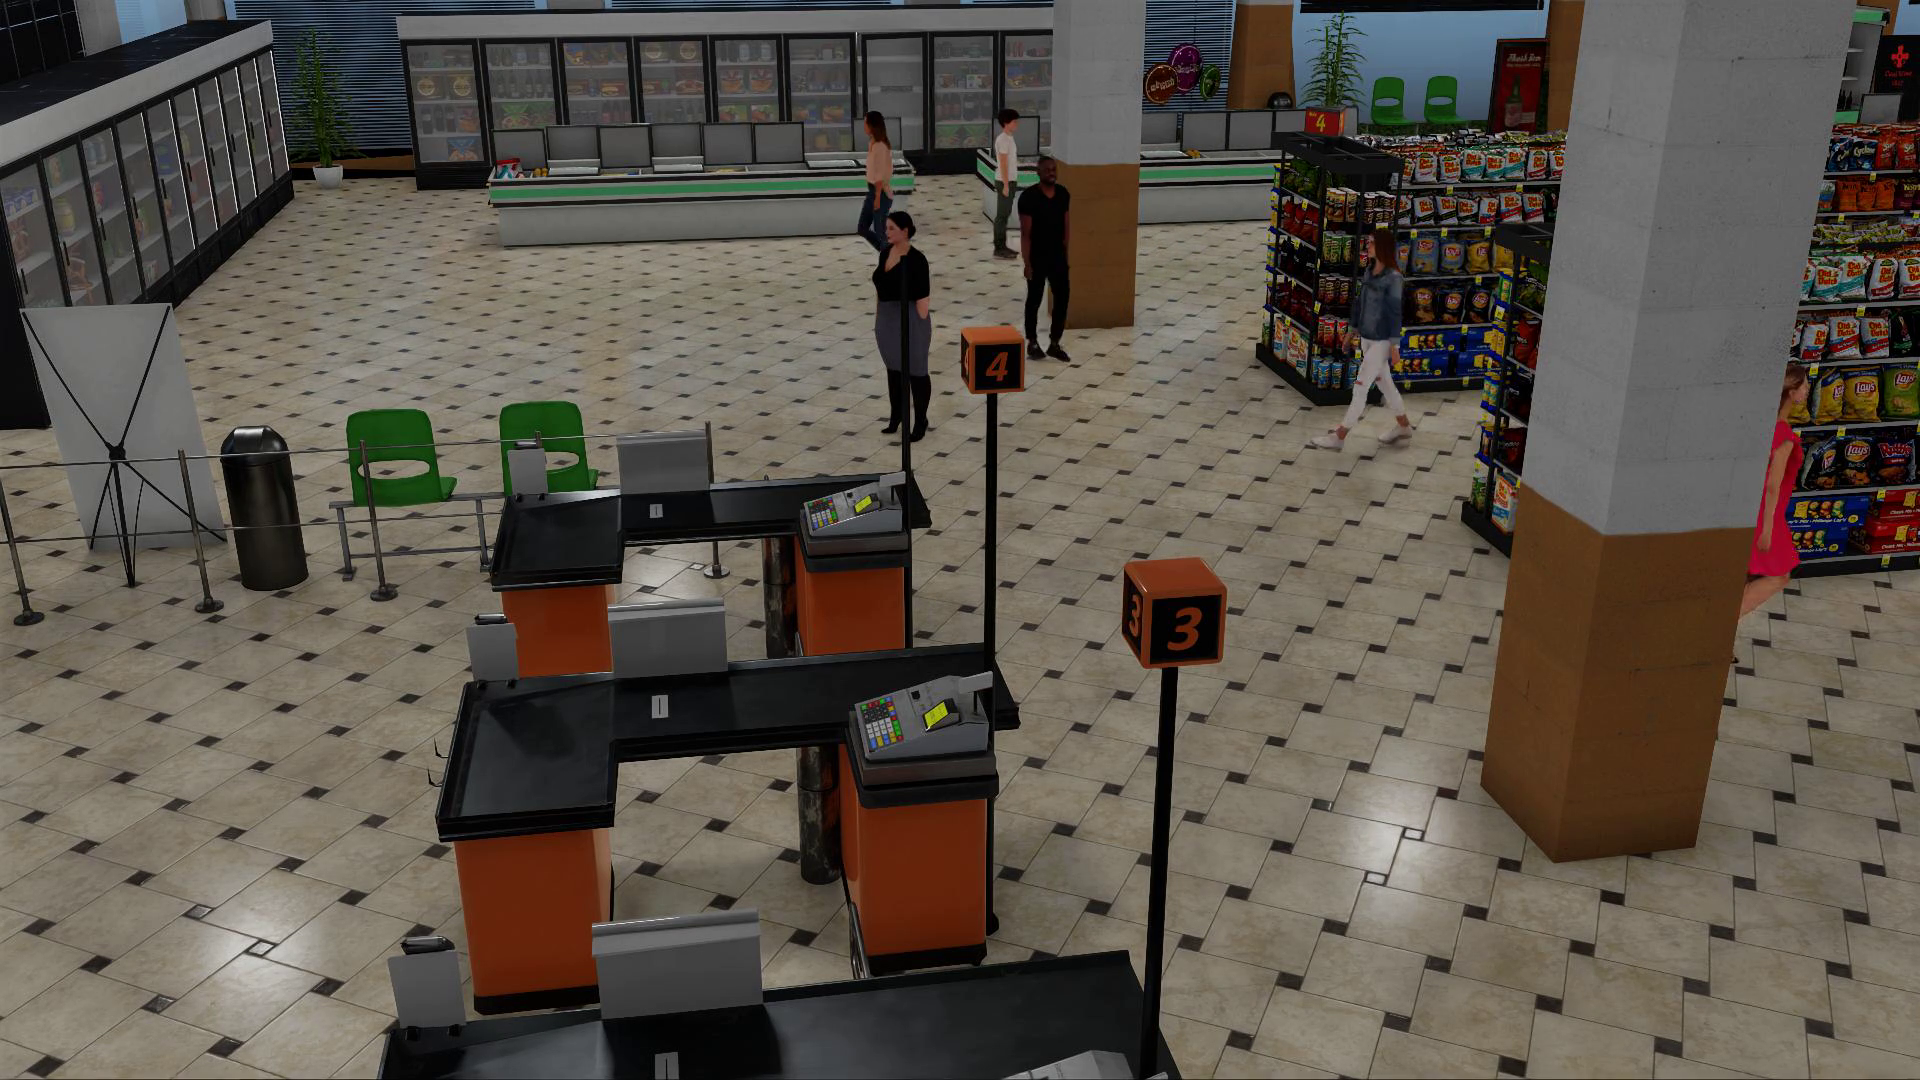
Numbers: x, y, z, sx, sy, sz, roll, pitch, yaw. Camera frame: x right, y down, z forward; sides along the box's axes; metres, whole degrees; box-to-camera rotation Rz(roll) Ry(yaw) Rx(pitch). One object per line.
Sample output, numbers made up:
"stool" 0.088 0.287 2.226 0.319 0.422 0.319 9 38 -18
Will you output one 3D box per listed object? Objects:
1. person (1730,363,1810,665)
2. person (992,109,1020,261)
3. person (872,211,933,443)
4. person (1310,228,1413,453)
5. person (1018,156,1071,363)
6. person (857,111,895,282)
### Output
"person" 4.186 -0.114 8.919 0.747 1.713 0.679 3 22 7
"person" 0.512 -4.006 18.686 0.643 1.653 0.647 4 22 11
"person" -0.420 -1.619 12.606 0.808 1.758 0.782 -20 29 -40
"person" 3.171 -1.448 12.323 1.126 1.651 0.678 -5 22 -13
"person" 0.702 -2.492 14.724 0.819 1.800 0.852 -10 24 -24
"person" -0.764 -3.606 17.522 0.669 1.779 0.634 -7 23 -17
